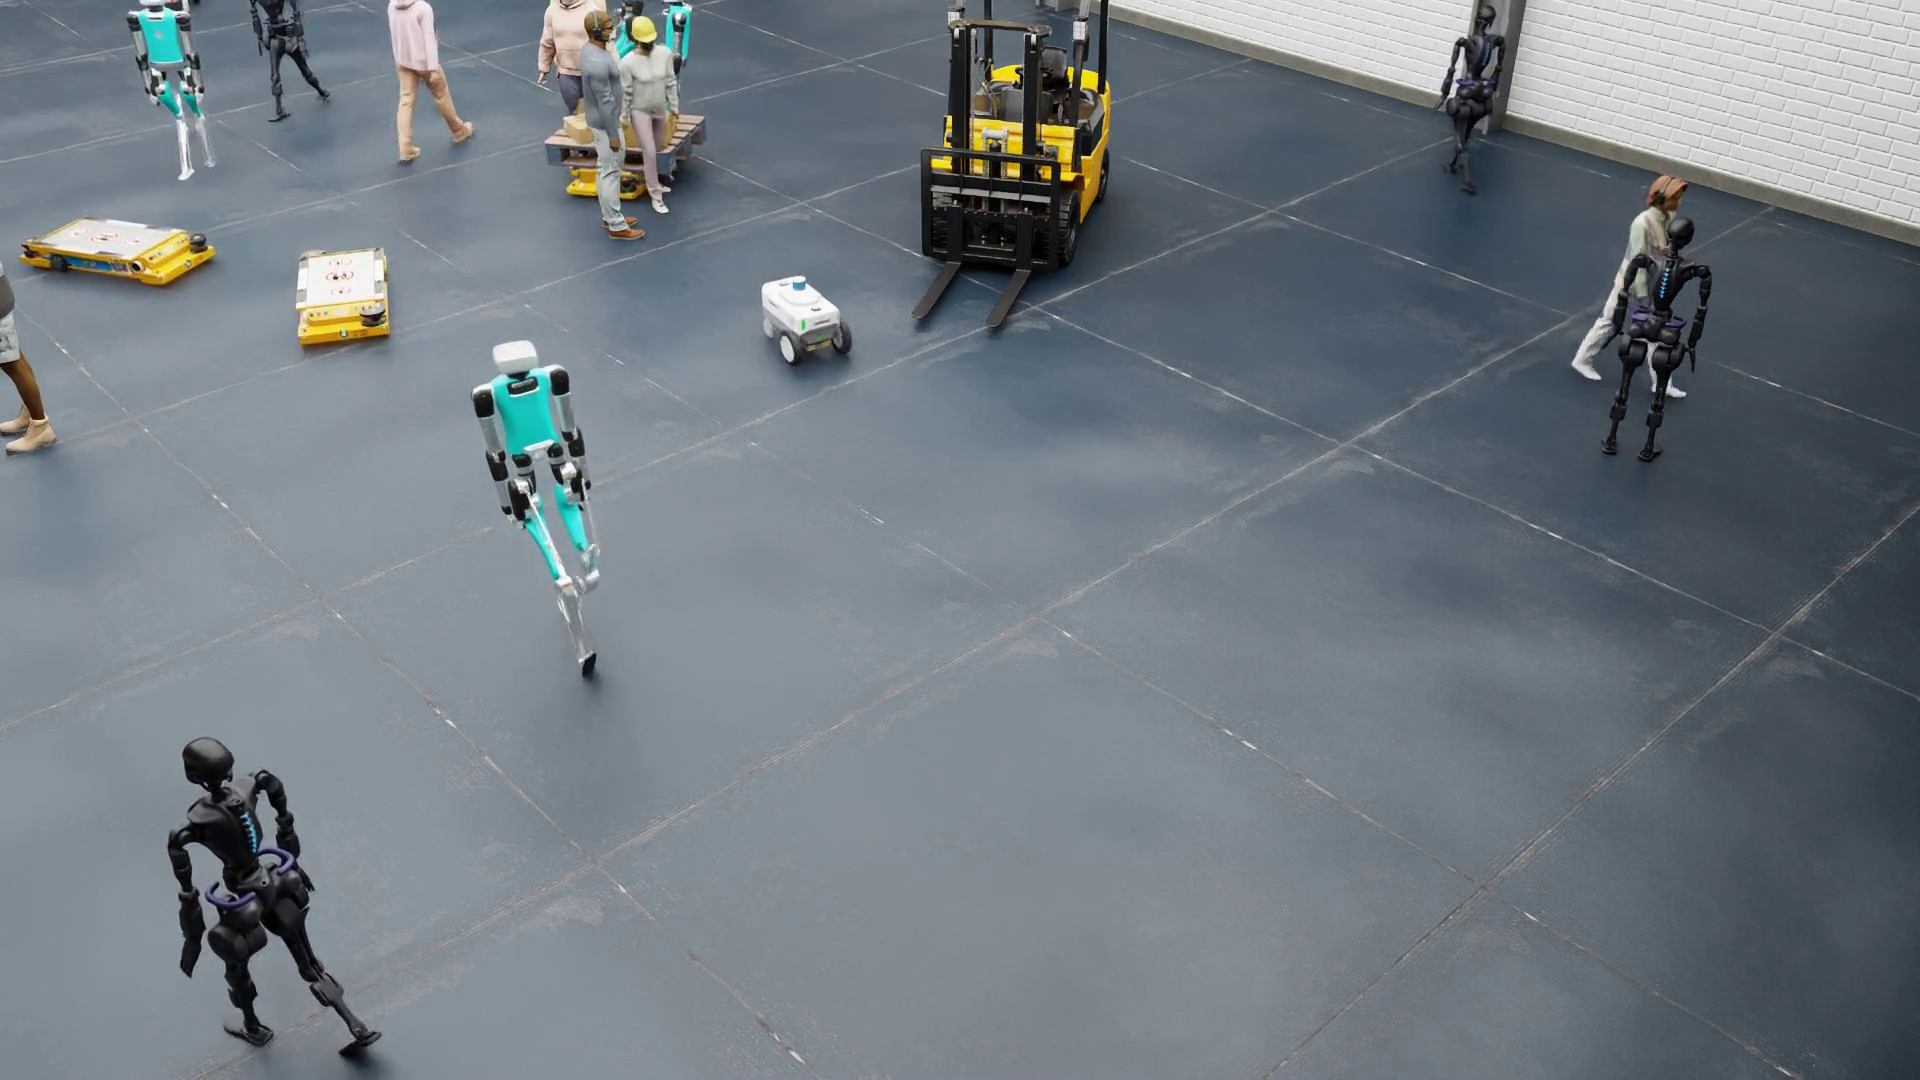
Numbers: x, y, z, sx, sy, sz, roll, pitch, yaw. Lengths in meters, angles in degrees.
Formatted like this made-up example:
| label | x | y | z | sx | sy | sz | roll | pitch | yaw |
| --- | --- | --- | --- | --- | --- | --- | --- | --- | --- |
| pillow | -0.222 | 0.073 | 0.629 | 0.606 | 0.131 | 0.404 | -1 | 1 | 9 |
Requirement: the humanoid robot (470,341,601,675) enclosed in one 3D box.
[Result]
| label | x | y | z | sx | sy | sz | roll | pitch | yaw |
| --- | --- | --- | --- | --- | --- | --- | --- | --- | --- |
| humanoid robot | -2.174 | -0.119 | 9.041 | 0.557 | 1.793 | 0.936 | -18 | 37 | -25 |

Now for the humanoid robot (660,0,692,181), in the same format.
| label | x | y | z | sx | sy | sz | roll | pitch | yaw |
| --- | --- | --- | --- | --- | --- | --- | --- | --- | --- |
| humanoid robot | -2.779 | -4.136 | 15.241 | 0.766 | 1.832 | 0.530 | -5 | 33 | -7 |

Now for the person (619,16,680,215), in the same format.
| label | x | y | z | sx | sy | sz | roll | pitch | yaw |
| --- | --- | --- | --- | --- | --- | --- | --- | --- | --- |
| person | -2.763 | -3.790 | 14.660 | 0.537 | 1.731 | 0.652 | -27 | 41 | -35 |

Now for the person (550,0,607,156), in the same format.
| label | x | y | z | sx | sy | sz | roll | pitch | yaw |
| --- | --- | --- | --- | --- | --- | --- | --- | --- | --- |
| person | -3.531 | -4.511 | 15.635 | 0.568 | 1.875 | 0.396 | -1 | 33 | -2 |

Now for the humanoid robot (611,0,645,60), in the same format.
| label | x | y | z | sx | sy | sz | roll | pitch | yaw |
| --- | --- | --- | --- | --- | --- | --- | --- | --- | --- |
| humanoid robot | -3.452 | -5.128 | 16.697 | 0.726 | 1.774 | 0.531 | -13 | 35 | -19 |

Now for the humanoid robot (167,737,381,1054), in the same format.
| label | x | y | z | sx | sy | sz | roll | pitch | yaw |
| --- | --- | --- | --- | --- | --- | --- | --- | --- | --- |
| humanoid robot | -2.814 | 1.474 | 6.660 | 0.748 | 1.644 | 0.601 | 16 | 36 | 23 |

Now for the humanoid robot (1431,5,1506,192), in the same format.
| label | x | y | z | sx | sy | sz | roll | pitch | yaw |
| --- | --- | --- | --- | --- | --- | --- | --- | --- | --- |
| humanoid robot | 4.628 | -4.034 | 15.138 | 0.602 | 1.634 | 0.793 | -8 | 34 | -12 |

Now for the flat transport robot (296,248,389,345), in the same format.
| label | x | y | z | sx | sy | sz | roll | pitch | yaw |
| --- | --- | --- | --- | --- | --- | --- | --- | --- | --- |
| flat transport robot | -4.888 | -1.960 | 13.186 | 0.659 | 0.231 | 1.431 | -9 | 34 | -14 |

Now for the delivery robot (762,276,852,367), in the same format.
| label | x | y | z | sx | sy | sz | roll | pitch | yaw |
| --- | --- | --- | --- | --- | --- | --- | --- | --- | --- |
| delivery robot | -1.184 | -1.672 | 12.490 | 0.499 | 0.606 | 0.790 | -19 | 38 | -26 |

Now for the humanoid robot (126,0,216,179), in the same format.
| label | x | y | z | sx | sy | sz | roll | pitch | yaw |
| --- | --- | --- | --- | --- | --- | --- | --- | --- | --- |
| humanoid robot | -7.195 | -4.217 | 15.358 | 0.564 | 1.812 | 0.743 | -6 | 34 | -9 |

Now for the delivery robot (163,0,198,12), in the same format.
| label | x | y | z | sx | sy | sz | roll | pitch | yaw |
| --- | --- | --- | --- | --- | --- | --- | --- | --- | --- |
| delivery robot | -9.631 | -6.784 | 20.325 | 0.499 | 0.581 | 0.768 | -10 | 34 | -15 |

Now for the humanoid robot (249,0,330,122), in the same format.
| label | x | y | z | sx | sy | sz | roll | pitch | yaw |
| --- | --- | --- | --- | --- | --- | --- | --- | --- | --- |
| humanoid robot | -6.817 | -5.105 | 16.802 | 0.603 | 1.639 | 0.821 | 9 | 34 | 13 |

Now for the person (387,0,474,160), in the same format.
| label | x | y | z | sx | sy | sz | roll | pitch | yaw |
| --- | --- | --- | --- | --- | --- | --- | --- | --- | --- |
| person | -5.148 | -4.540 | 15.819 | 0.549 | 1.730 | 0.974 | 11 | 35 | 16 |

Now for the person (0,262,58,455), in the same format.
| label | x | y | z | sx | sy | sz | roll | pitch | yaw |
| --- | --- | --- | --- | --- | --- | --- | --- | --- | --- |
| person | -6.409 | -1.525 | 10.903 | 0.397 | 2.032 | 0.604 | -17 | 37 | -24 |

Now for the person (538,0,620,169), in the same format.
| label | x | y | z | sx | sy | sz | roll | pitch | yaw |
| --- | --- | --- | --- | --- | --- | --- | --- | --- | --- |
| person | -3.507 | -4.355 | 15.414 | 0.814 | 1.856 | 0.437 | 6 | 34 | 9 |

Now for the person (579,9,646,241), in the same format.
| label | x | y | z | sx | sy | sz | roll | pitch | yaw |
| --- | --- | --- | --- | --- | --- | --- | --- | --- | --- |
| person | -2.961 | -3.493 | 14.013 | 0.373 | 1.939 | 0.628 | -10 | 34 | -15 |

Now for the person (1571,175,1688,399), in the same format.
| label | x | y | z | sx | sy | sz | roll | pitch | yaw |
| --- | --- | --- | --- | --- | --- | --- | --- | --- | --- |
| person | 4.810 | -1.776 | 11.685 | 0.520 | 1.589 | 0.837 | -23 | 39 | -31 |

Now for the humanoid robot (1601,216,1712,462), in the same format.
| label | x | y | z | sx | sy | sz | roll | pitch | yaw |
| --- | --- | --- | --- | --- | --- | --- | --- | --- | --- |
| humanoid robot | 4.541 | -1.327 | 10.908 | 0.599 | 1.657 | 0.315 | 17 | 37 | 25 |

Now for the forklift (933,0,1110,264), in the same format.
| label | x | y | z | sx | sy | sz | roll | pitch | yaw |
| --- | --- | --- | --- | --- | --- | --- | --- | --- | --- |
| forklift | 0.570 | -3.725 | 14.138 | 1.214 | 2.155 | 2.313 | 9 | 34 | 13 |

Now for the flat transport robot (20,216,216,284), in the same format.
| label | x | y | z | sx | sy | sz | roll | pitch | yaw |
| --- | --- | --- | --- | --- | --- | --- | --- | --- | --- |
| flat transport robot | -7.047 | -2.421 | 13.895 | 1.431 | 0.231 | 0.659 | 10 | 34 | 15 |

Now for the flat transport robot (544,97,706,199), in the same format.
| label | x | y | z | sx | sy | sz | roll | pitch | yaw |
| --- | --- | --- | --- | --- | --- | --- | --- | --- | --- |
| flat transport robot | -3.105 | -3.550 | 15.630 | 0.659 | 0.231 | 1.431 | 7 | 34 | 11 |
